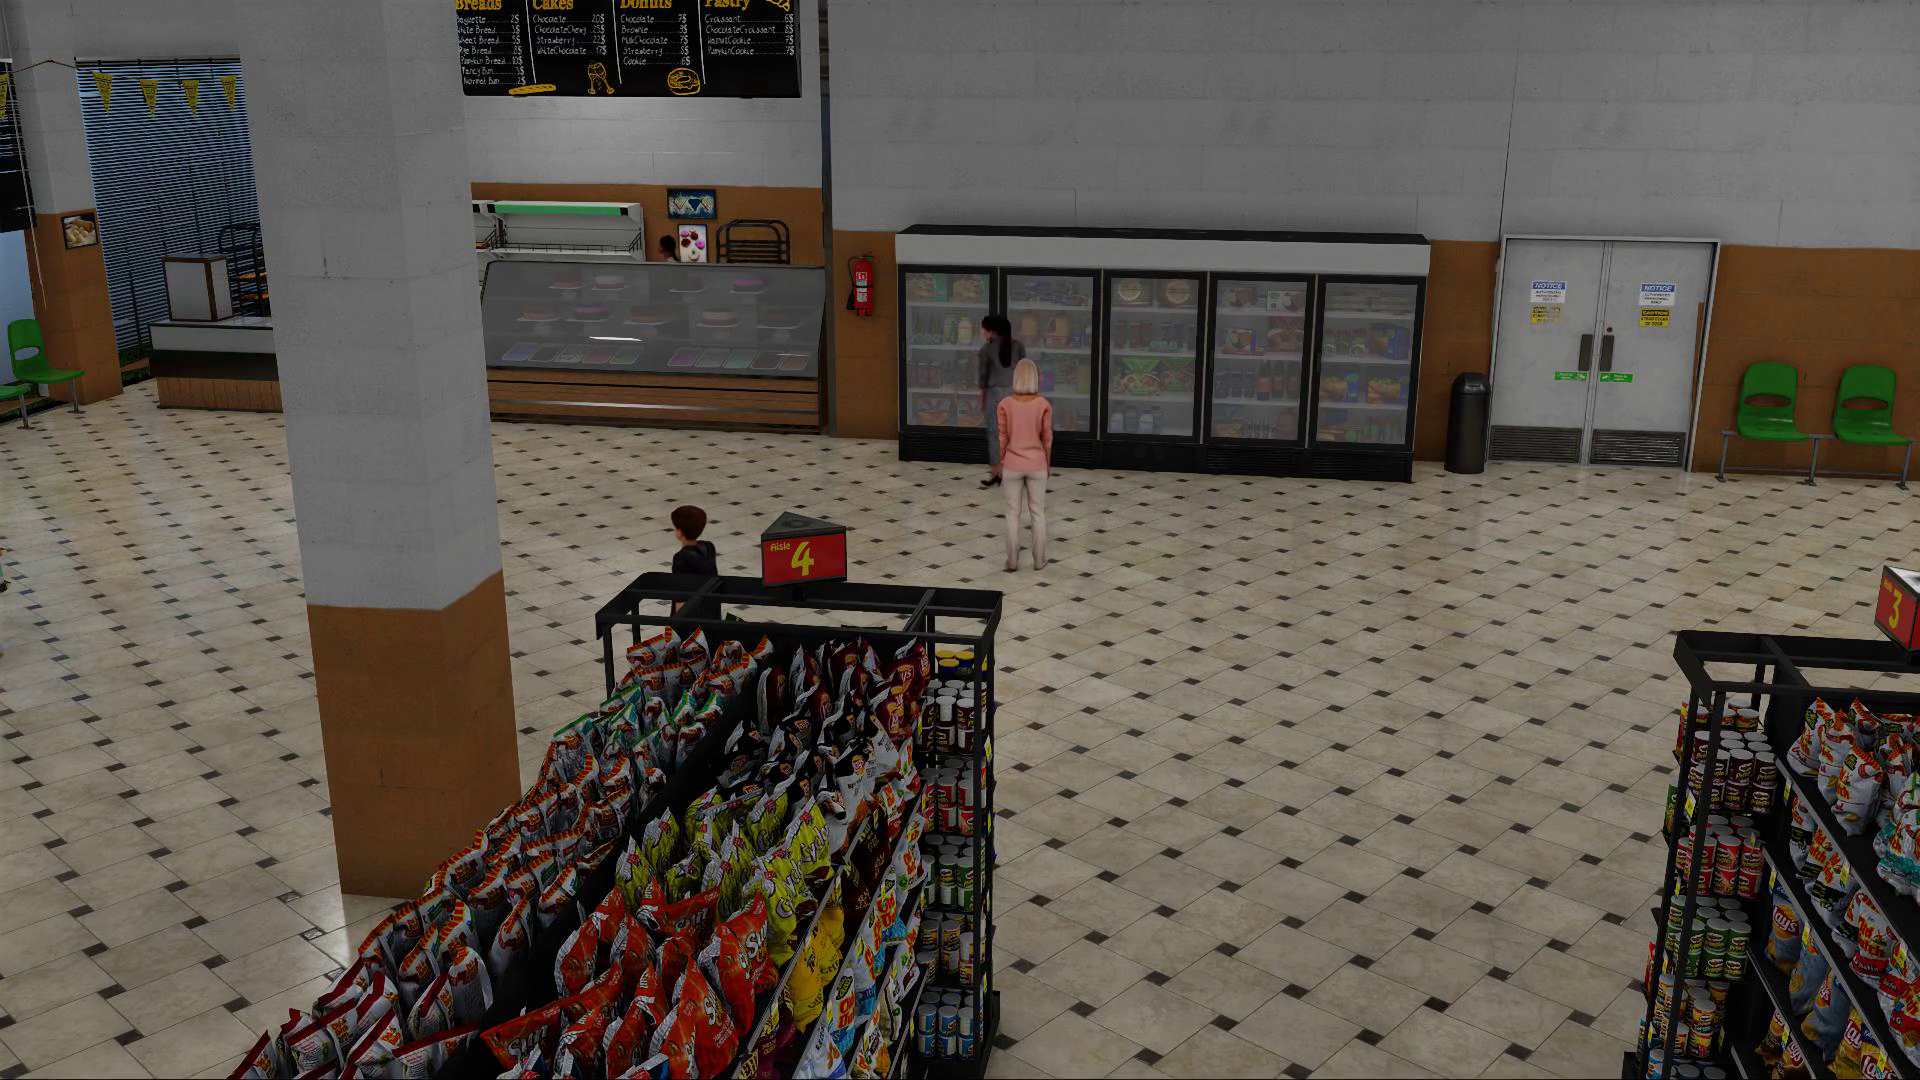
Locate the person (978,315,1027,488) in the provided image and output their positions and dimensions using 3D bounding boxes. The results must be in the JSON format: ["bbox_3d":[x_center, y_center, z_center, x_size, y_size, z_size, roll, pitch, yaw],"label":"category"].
[{"bbox_3d":[0.487,-1.312,15.838,0.791,1.651,0.670,2,17,6],"label":"person"}]

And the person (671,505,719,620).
[{"bbox_3d":[-1.636,0.483,10.280,0.656,1.446,0.542,9,19,28],"label":"person"}]

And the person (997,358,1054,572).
[{"bbox_3d":[0.518,-0.610,13.400,0.631,1.724,0.566,0,17,0],"label":"person"}]
